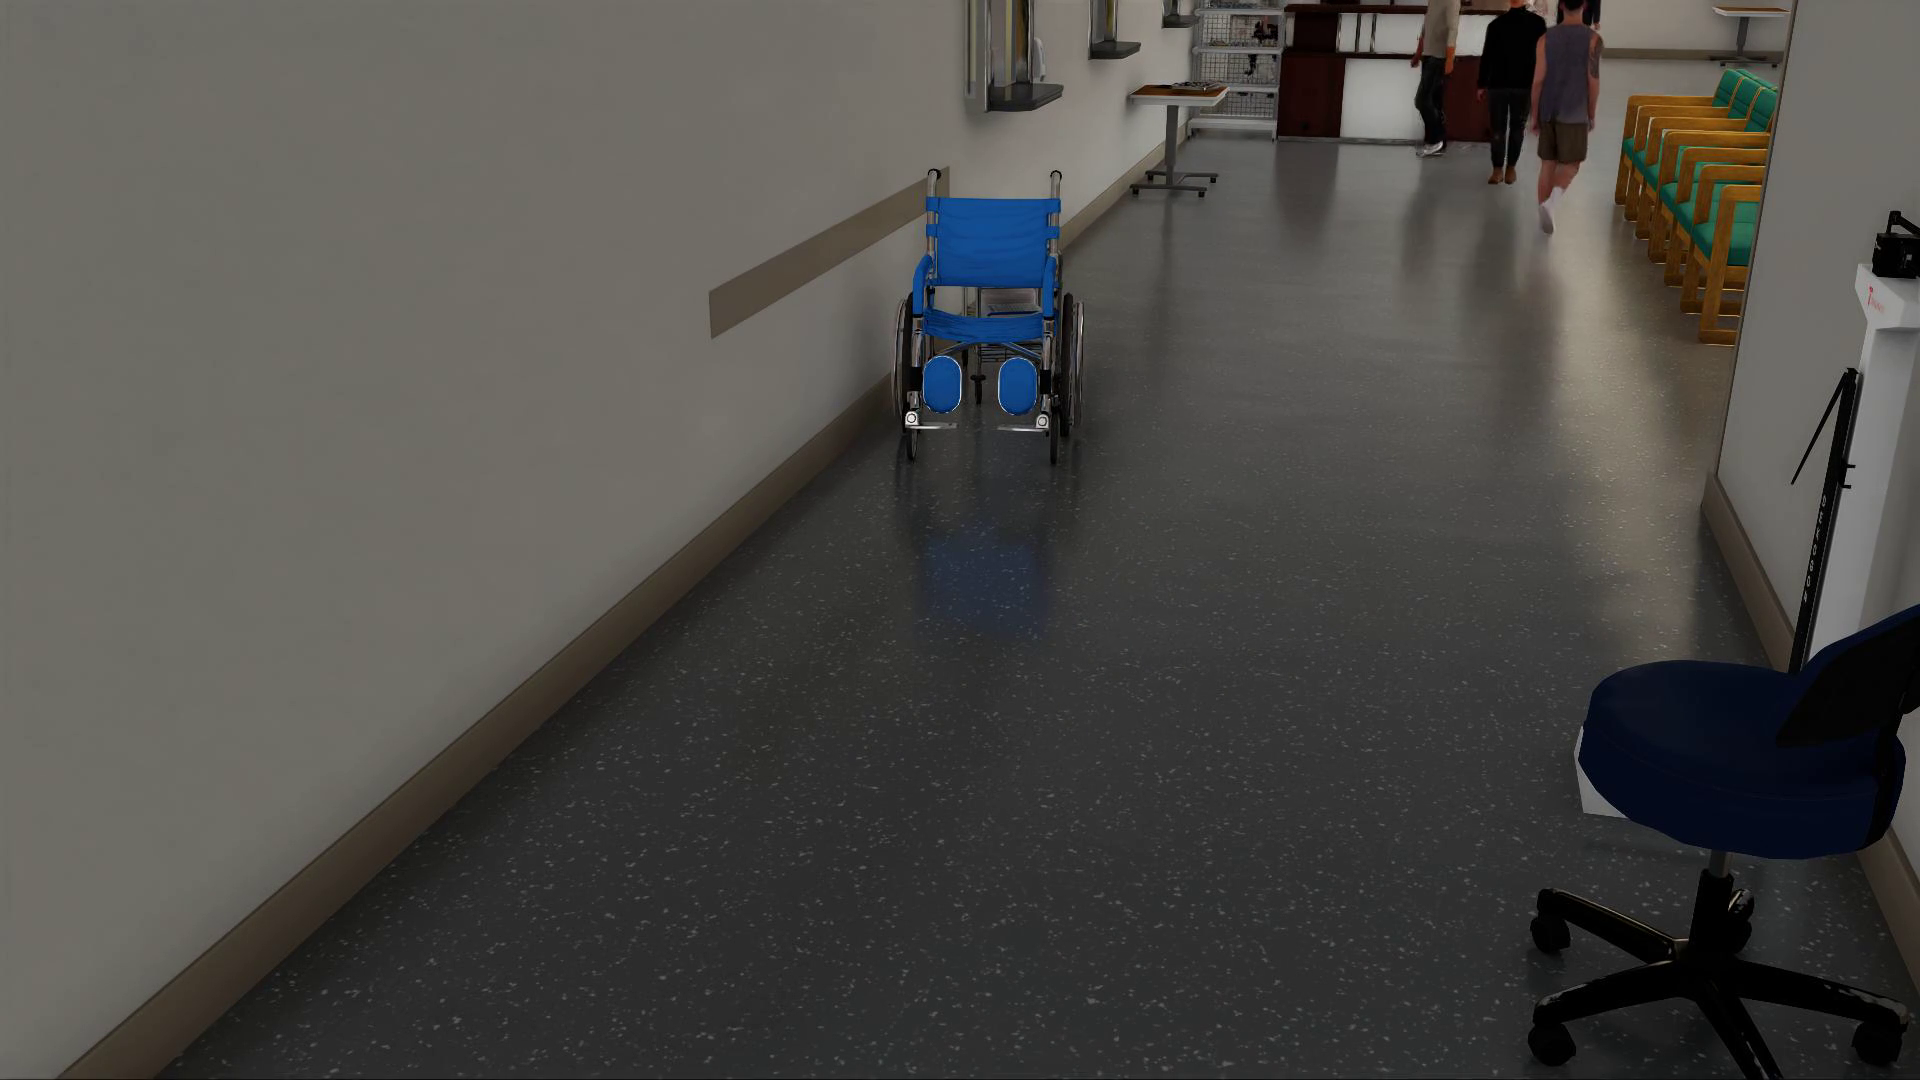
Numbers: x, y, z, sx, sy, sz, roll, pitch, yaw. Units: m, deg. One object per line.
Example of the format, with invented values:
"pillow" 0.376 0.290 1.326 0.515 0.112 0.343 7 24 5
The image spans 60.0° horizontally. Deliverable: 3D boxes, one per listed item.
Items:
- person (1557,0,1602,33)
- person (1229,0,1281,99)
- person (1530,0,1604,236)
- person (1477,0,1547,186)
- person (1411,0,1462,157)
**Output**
"person" 7.720 -6.483 20.838 1.236 1.822 0.924 0 21 0
"person" 3.930 -6.398 20.619 1.089 1.818 0.902 16 26 36
"person" 4.375 -3.097 12.114 1.001 1.832 0.882 12 24 29
"person" 4.729 -3.915 14.213 0.604 1.713 0.786 11 23 26
"person" 4.620 -4.558 15.792 0.742 1.797 0.736 -2 21 -6
